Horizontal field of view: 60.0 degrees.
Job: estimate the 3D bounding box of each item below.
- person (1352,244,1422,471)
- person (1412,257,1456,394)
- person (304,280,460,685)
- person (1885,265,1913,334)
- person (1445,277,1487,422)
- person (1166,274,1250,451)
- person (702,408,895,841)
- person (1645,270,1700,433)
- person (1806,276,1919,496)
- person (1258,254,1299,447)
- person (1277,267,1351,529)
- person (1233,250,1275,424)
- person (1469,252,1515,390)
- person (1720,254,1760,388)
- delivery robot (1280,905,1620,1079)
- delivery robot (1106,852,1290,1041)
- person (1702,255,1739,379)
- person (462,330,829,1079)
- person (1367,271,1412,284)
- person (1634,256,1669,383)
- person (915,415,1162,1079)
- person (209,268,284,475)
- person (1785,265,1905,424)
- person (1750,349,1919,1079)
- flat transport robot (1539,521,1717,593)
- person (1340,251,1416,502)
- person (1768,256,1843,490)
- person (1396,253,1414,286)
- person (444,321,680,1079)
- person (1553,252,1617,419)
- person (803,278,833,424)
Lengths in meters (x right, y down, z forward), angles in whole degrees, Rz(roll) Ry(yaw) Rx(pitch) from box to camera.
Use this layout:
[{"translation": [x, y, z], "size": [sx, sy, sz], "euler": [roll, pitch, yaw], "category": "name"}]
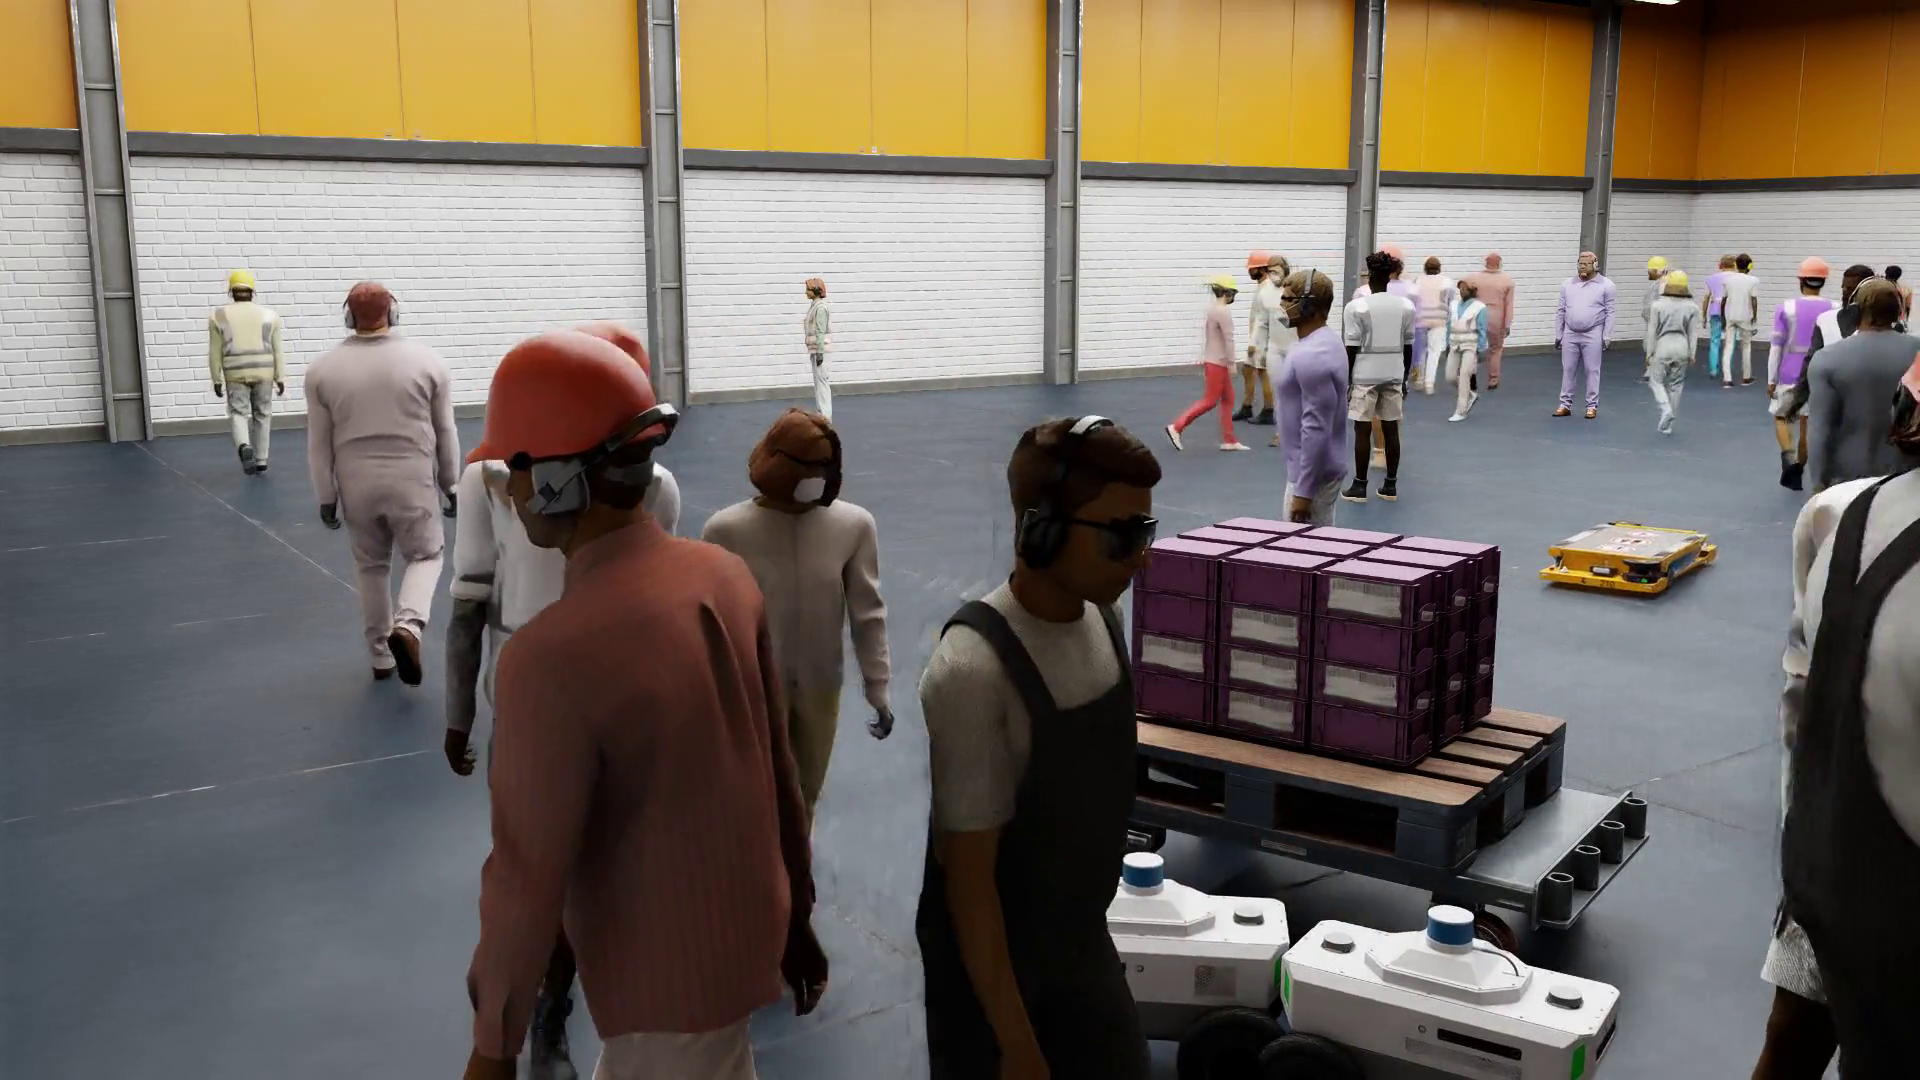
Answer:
[{"translation": [3.804, -1.652, 15.038], "size": [0.643, 1.991, 0.966], "euler": [1, 10, 6], "category": "person"}, {"translation": [6.321, -2.875, 22.308], "size": [0.631, 1.795, 0.950], "euler": [5, 11, 23], "category": "person"}, {"translation": [-2.643, -0.248, 7.655], "size": [0.662, 1.885, 0.661], "euler": [-2, 10, -9], "category": "person"}, {"translation": [13.412, -3.120, 23.965], "size": [0.540, 1.678, 0.683], "euler": [2, 11, 12], "category": "person"}, {"translation": [5.739, -2.157, 18.811], "size": [0.504, 1.622, 0.520], "euler": [-7, 13, -34], "category": "person"}, {"translation": [2.413, -1.703, 16.080], "size": [0.822, 1.726, 0.546], "euler": [-1, 10, -6], "category": "person"}, {"translation": [-0.453, 0.437, 4.627], "size": [0.506, 1.613, 0.507], "euler": [-5, 11, -24], "category": "person"}, {"translation": [7.492, -1.968, 17.496], "size": [0.501, 1.728, 0.530], "euler": [2, 11, 11], "category": "person"}, {"translation": [4.379, -0.310, 7.995], "size": [0.632, 1.902, 0.985], "euler": [2, 11, 12], "category": "person"}, {"translation": [3.297, -1.886, 16.584], "size": [0.628, 1.907, 0.684], "euler": [-9, 14, -42], "category": "person"}, {"translation": [1.598, -0.270, 7.635], "size": [0.379, 1.940, 0.629], "euler": [3, 11, 14], "category": "person"}, {"translation": [3.213, -2.229, 18.407], "size": [0.653, 1.920, 0.578], "euler": [2, 10, 10], "category": "person"}, {"translation": [7.170, -2.964, 22.582], "size": [0.653, 1.881, 0.761], "euler": [5, 11, 24], "category": "person"}, {"translation": [10.845, -3.038, 23.079], "size": [0.561, 1.833, 0.888], "euler": [10, 14, 42], "category": "person"}, {"translation": [1.107, 1.077, 3.785], "size": [0.707, 0.478, 0.477], "euler": [7, 12, 33], "category": "delivery robot"}, {"translation": [0.447, 1.017, 4.115], "size": [0.707, 0.478, 0.477], "euler": [1, 10, 8], "category": "delivery robot"}, {"translation": [11.288, -3.288, 24.521], "size": [0.624, 1.808, 0.836], "euler": [6, 12, 30], "category": "person"}, {"translation": [-0.519, 0.648, 2.594], "size": [0.983, 1.929, 0.624], "euler": [3, 11, 15], "category": "person"}, {"translation": [6.036, -3.134, 23.470], "size": [0.662, 1.886, 0.543], "euler": [7, 13, 35], "category": "person"}, {"translation": [9.936, -3.118, 23.600], "size": [0.540, 1.808, 0.622], "euler": [2, 10, 10], "category": "person"}, {"translation": [0.206, 0.707, 2.618], "size": [0.873, 1.804, 0.538], "euler": [8, 13, 37], "category": "person"}, {"translation": [-6.138, -1.432, 14.352], "size": [0.598, 1.814, 0.673], "euler": [-5, 12, -26], "category": "person"}, {"translation": [6.007, -0.922, 11.371], "size": [0.932, 1.882, 0.608], "euler": [-5, 12, -26], "category": "person"}, {"translation": [1.753, 0.550, 3.028], "size": [1.027, 1.983, 0.603], "euler": [-10, 14, -43], "category": "person"}, {"translation": [4.138, 0.089, 10.240], "size": [0.652, 0.197, 1.431], "euler": [8, 13, 37], "category": "flat transport robot"}, {"translation": [3.263, -1.274, 13.059], "size": [0.606, 1.966, 0.367], "euler": [-3, 11, -14], "category": "person"}, {"translation": [6.874, -1.338, 13.529], "size": [0.549, 1.920, 0.555], "euler": [3, 11, 16], "category": "person"}, {"translation": [5.353, -2.636, 20.689], "size": [0.553, 1.919, 0.670], "euler": [2, 11, 11], "category": "person"}, {"translation": [-1.004, 0.375, 4.244], "size": [0.598, 1.879, 0.824], "euler": [-2, 11, -12], "category": "person"}, {"translation": [7.157, -2.349, 19.120], "size": [0.651, 1.906, 0.404], "euler": [8, 13, 37], "category": "person"}, {"translation": [-1.551, -2.047, 18.228], "size": [0.314, 1.629, 0.509], "euler": [-3, 11, -16], "category": "person"}]
